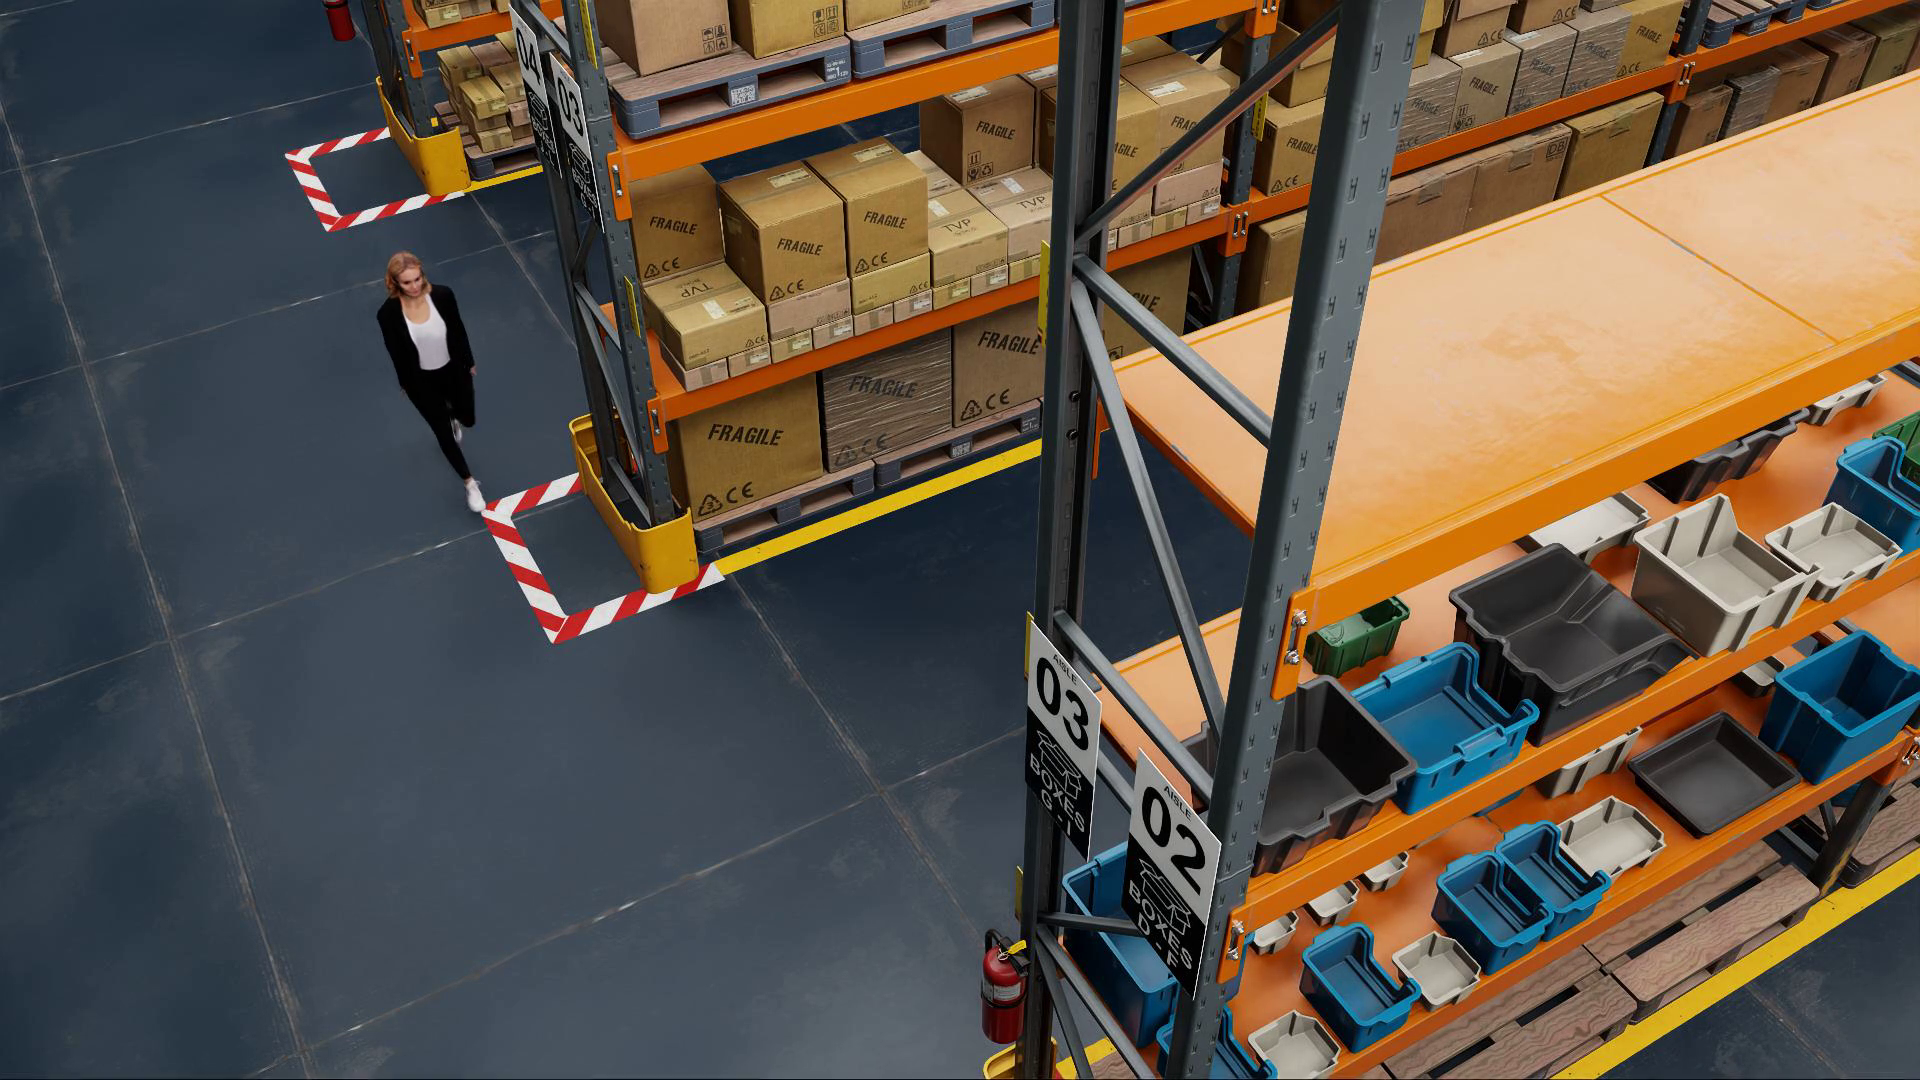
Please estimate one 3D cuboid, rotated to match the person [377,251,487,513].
[{"bbox_3d":[-3.138,-0.995,9.871,0.907,1.782,0.682,-23,48,-22],"label":"person"}]
